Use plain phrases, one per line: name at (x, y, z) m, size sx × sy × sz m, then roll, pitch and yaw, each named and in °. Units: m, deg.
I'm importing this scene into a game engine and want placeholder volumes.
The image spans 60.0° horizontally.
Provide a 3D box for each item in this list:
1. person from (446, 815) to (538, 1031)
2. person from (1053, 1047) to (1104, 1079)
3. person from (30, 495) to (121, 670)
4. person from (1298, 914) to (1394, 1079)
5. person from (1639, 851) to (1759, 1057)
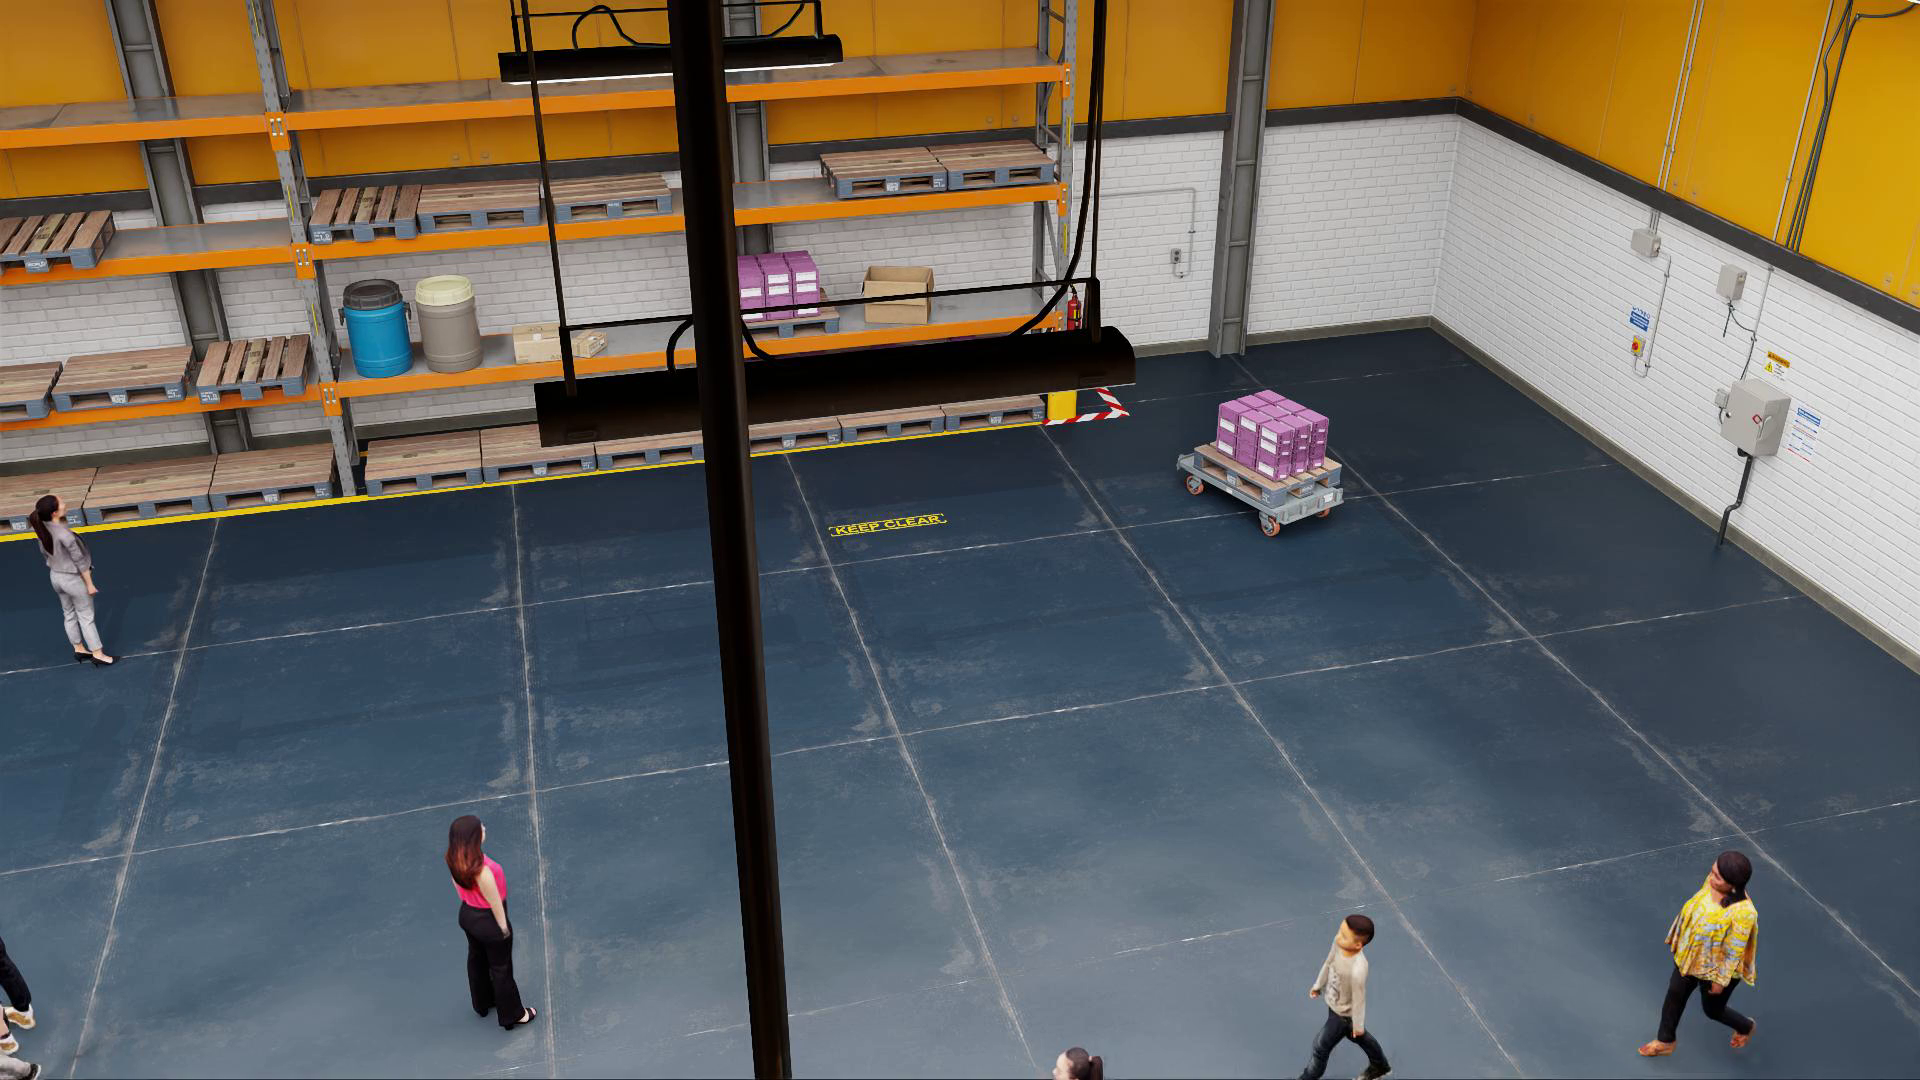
person at (-3.064, 2.457, 10.752) m, size 0.663 × 1.660 × 0.698 m, roll 20°, pitch 35°, yaw 33°
person at (0.751, 3.395, 9.088) m, size 1.133 × 1.607 × 0.848 m, roll 2°, pitch 29°, yaw 4°
person at (-7.790, 0.367, 14.564) m, size 0.716 × 1.679 × 0.788 m, roll 13°, pitch 31°, yaw 22°
person at (2.438, 2.864, 10.232) m, size 1.046 × 1.444 × 0.685 m, roll -2°, pitch 29°, yaw -3°
person at (4.789, 2.646, 10.436) m, size 0.979 × 1.632 × 0.733 m, roll -6°, pitch 29°, yaw -10°
